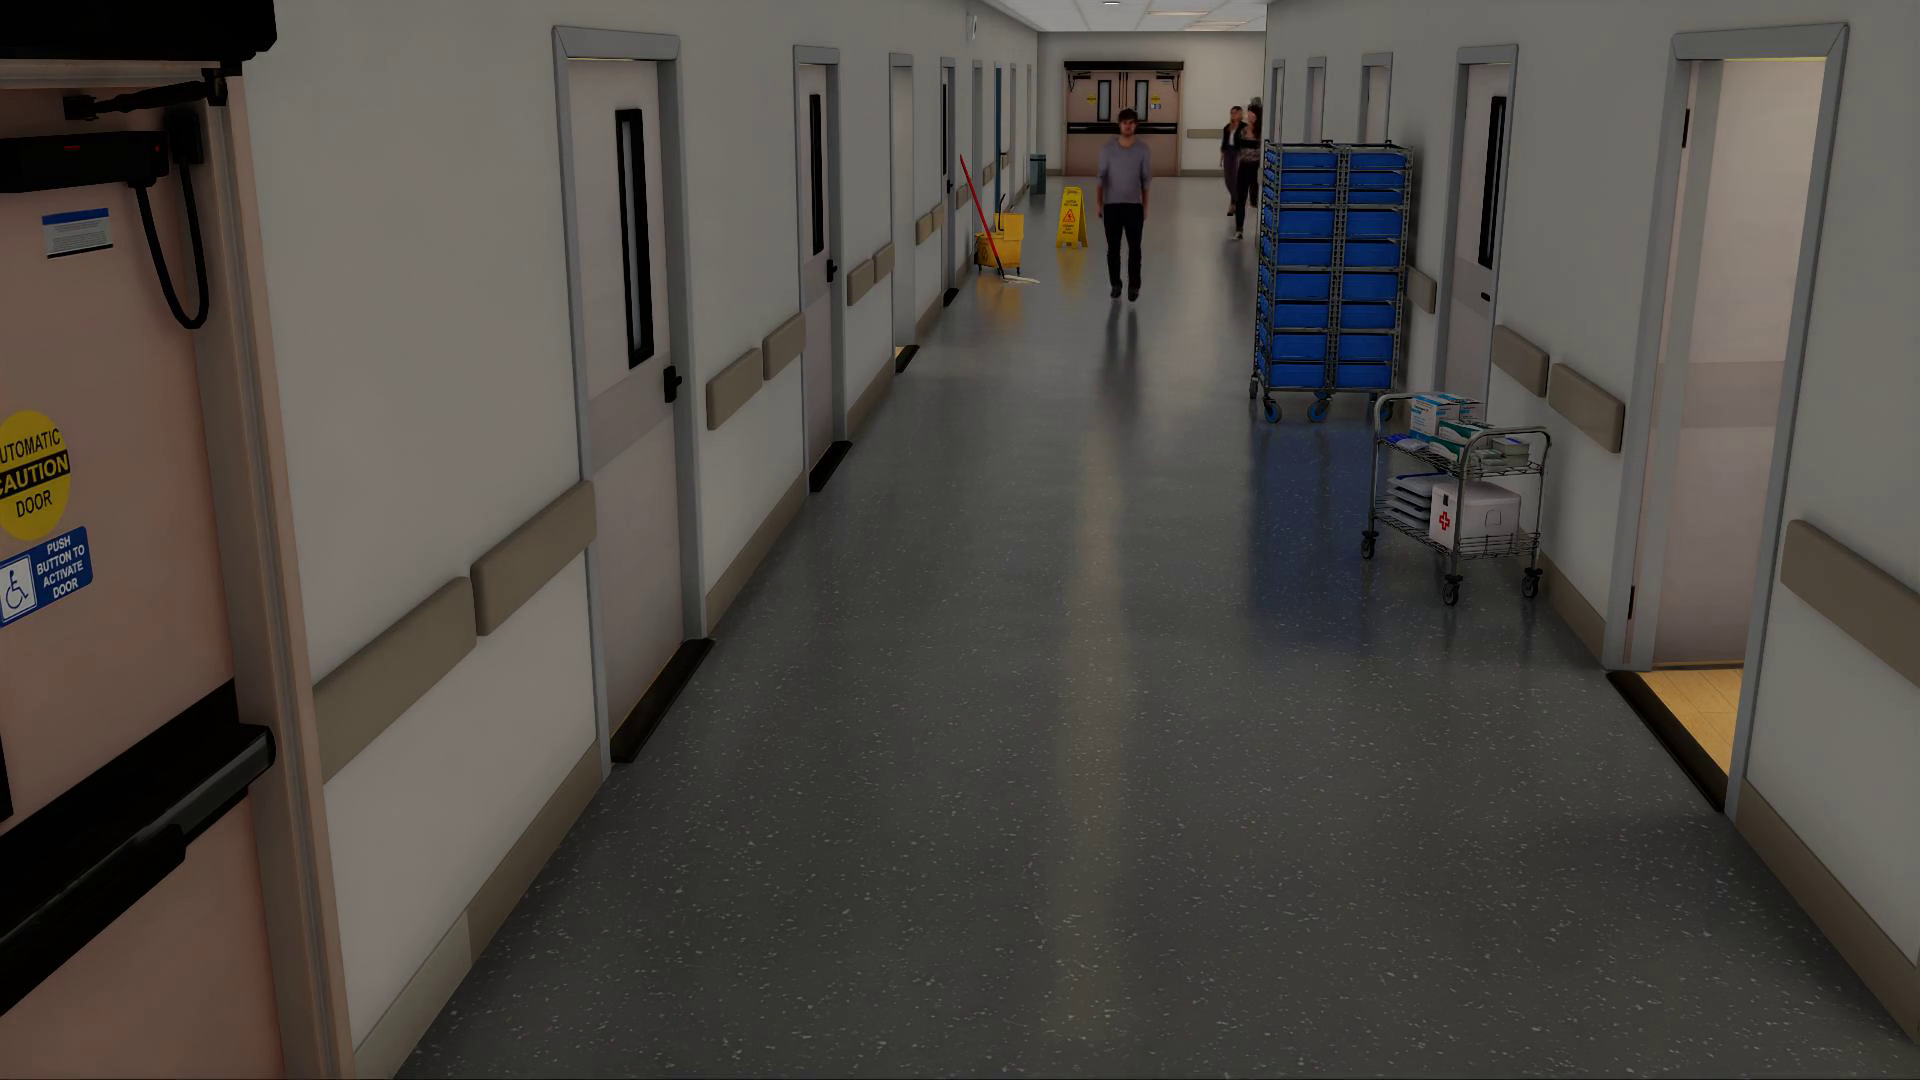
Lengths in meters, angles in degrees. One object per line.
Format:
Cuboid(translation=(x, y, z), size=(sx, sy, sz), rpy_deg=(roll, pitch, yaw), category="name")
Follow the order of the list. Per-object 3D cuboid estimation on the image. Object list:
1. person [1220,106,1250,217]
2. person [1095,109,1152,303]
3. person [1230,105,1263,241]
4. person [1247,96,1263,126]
Cuboid(translation=(4.289, -5.879, 25.847), size=(0.837, 1.648, 0.979), rpy_deg=(10, 19, 32), category="person")
Cuboid(translation=(1.571, -3.221, 16.132), size=(0.673, 1.806, 1.083), rpy_deg=(2, 16, 7), category="person")
Cuboid(translation=(3.897, -4.830, 21.947), size=(1.068, 1.746, 0.951), rpy_deg=(-15, 21, -42), category="person")
Cuboid(translation=(5.748, -7.733, 32.304), size=(0.721, 1.714, 0.741), rpy_deg=(-4, 16, -15), category="person")
